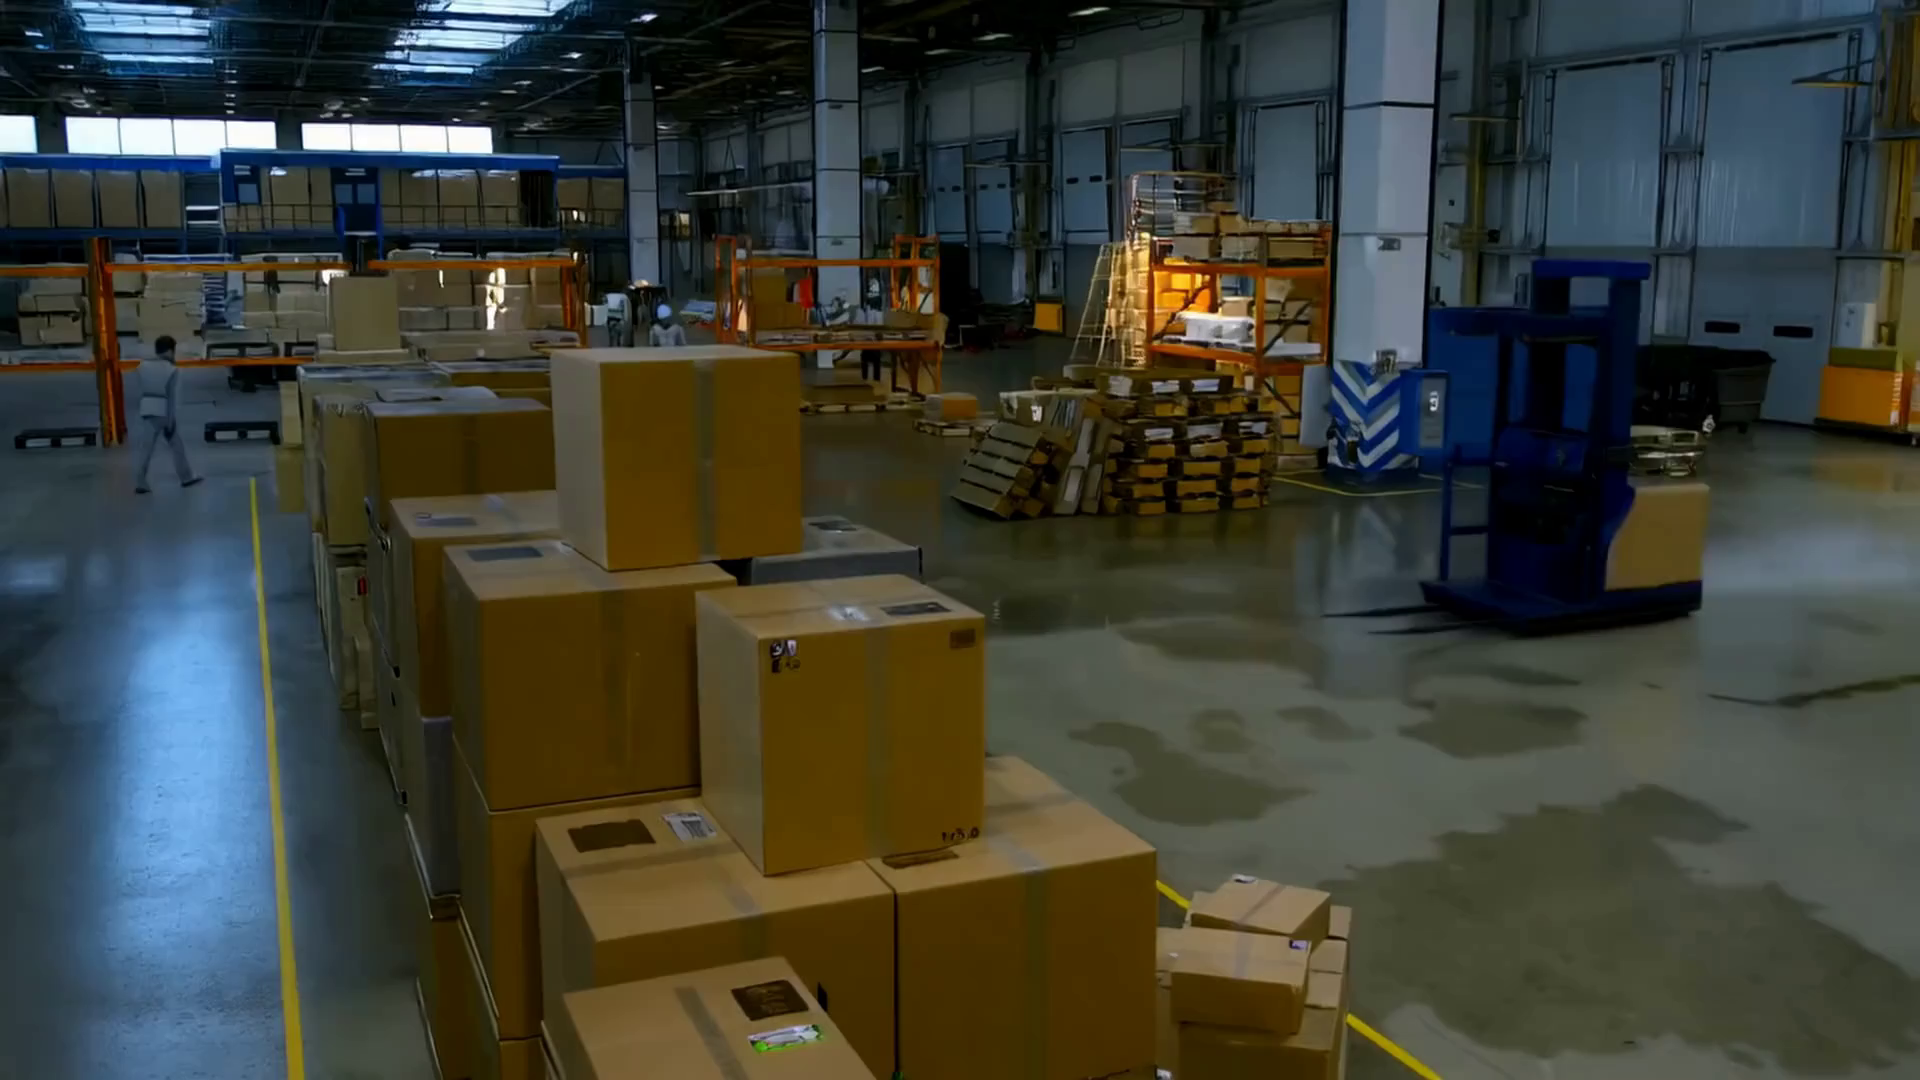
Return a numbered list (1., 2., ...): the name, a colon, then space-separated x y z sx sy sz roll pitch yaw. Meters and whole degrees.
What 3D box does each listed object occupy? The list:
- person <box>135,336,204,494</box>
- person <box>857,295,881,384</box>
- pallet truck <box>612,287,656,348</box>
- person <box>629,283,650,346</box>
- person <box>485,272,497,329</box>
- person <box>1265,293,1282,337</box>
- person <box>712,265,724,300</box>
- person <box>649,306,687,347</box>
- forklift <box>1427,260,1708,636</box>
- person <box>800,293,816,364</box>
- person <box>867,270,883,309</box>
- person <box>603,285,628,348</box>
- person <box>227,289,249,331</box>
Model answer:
1. person: -9.449 -1.477 19.689 0.586 1.862 1.033 3 11 16
2. person: -1.869 -4.145 34.401 0.504 1.840 0.345 0 10 0
3. pallet truck: -6.464 -4.406 35.401 0.823 1.965 1.885 6 12 32
4. person: -8.144 -5.625 42.487 0.617 1.872 0.845 1 10 4
5. person: -14.885 -7.538 52.872 0.379 1.931 0.625 0 10 1
6. person: 6.014 -3.843 32.462 0.543 1.940 0.361 5 11 24
7. person: -11.757 -12.651 81.016 0.711 1.931 0.691 -10 14 -44
8. person: -4.972 -3.079 28.495 0.696 1.868 1.002 -3 11 -18
9. forklift: 4.850 -0.791 13.045 1.873 2.768 1.129 -4 11 -23
10. person: -3.576 -5.079 39.954 0.532 1.687 0.363 4 11 20
11. person: -2.960 -8.443 57.942 0.562 1.883 0.968 -1 10 -7
12. person: -8.915 -5.692 43.071 0.628 1.797 0.952 -1 10 -8
13. person: -17.820 -5.322 41.158 0.531 1.745 0.684 -7 13 -35
